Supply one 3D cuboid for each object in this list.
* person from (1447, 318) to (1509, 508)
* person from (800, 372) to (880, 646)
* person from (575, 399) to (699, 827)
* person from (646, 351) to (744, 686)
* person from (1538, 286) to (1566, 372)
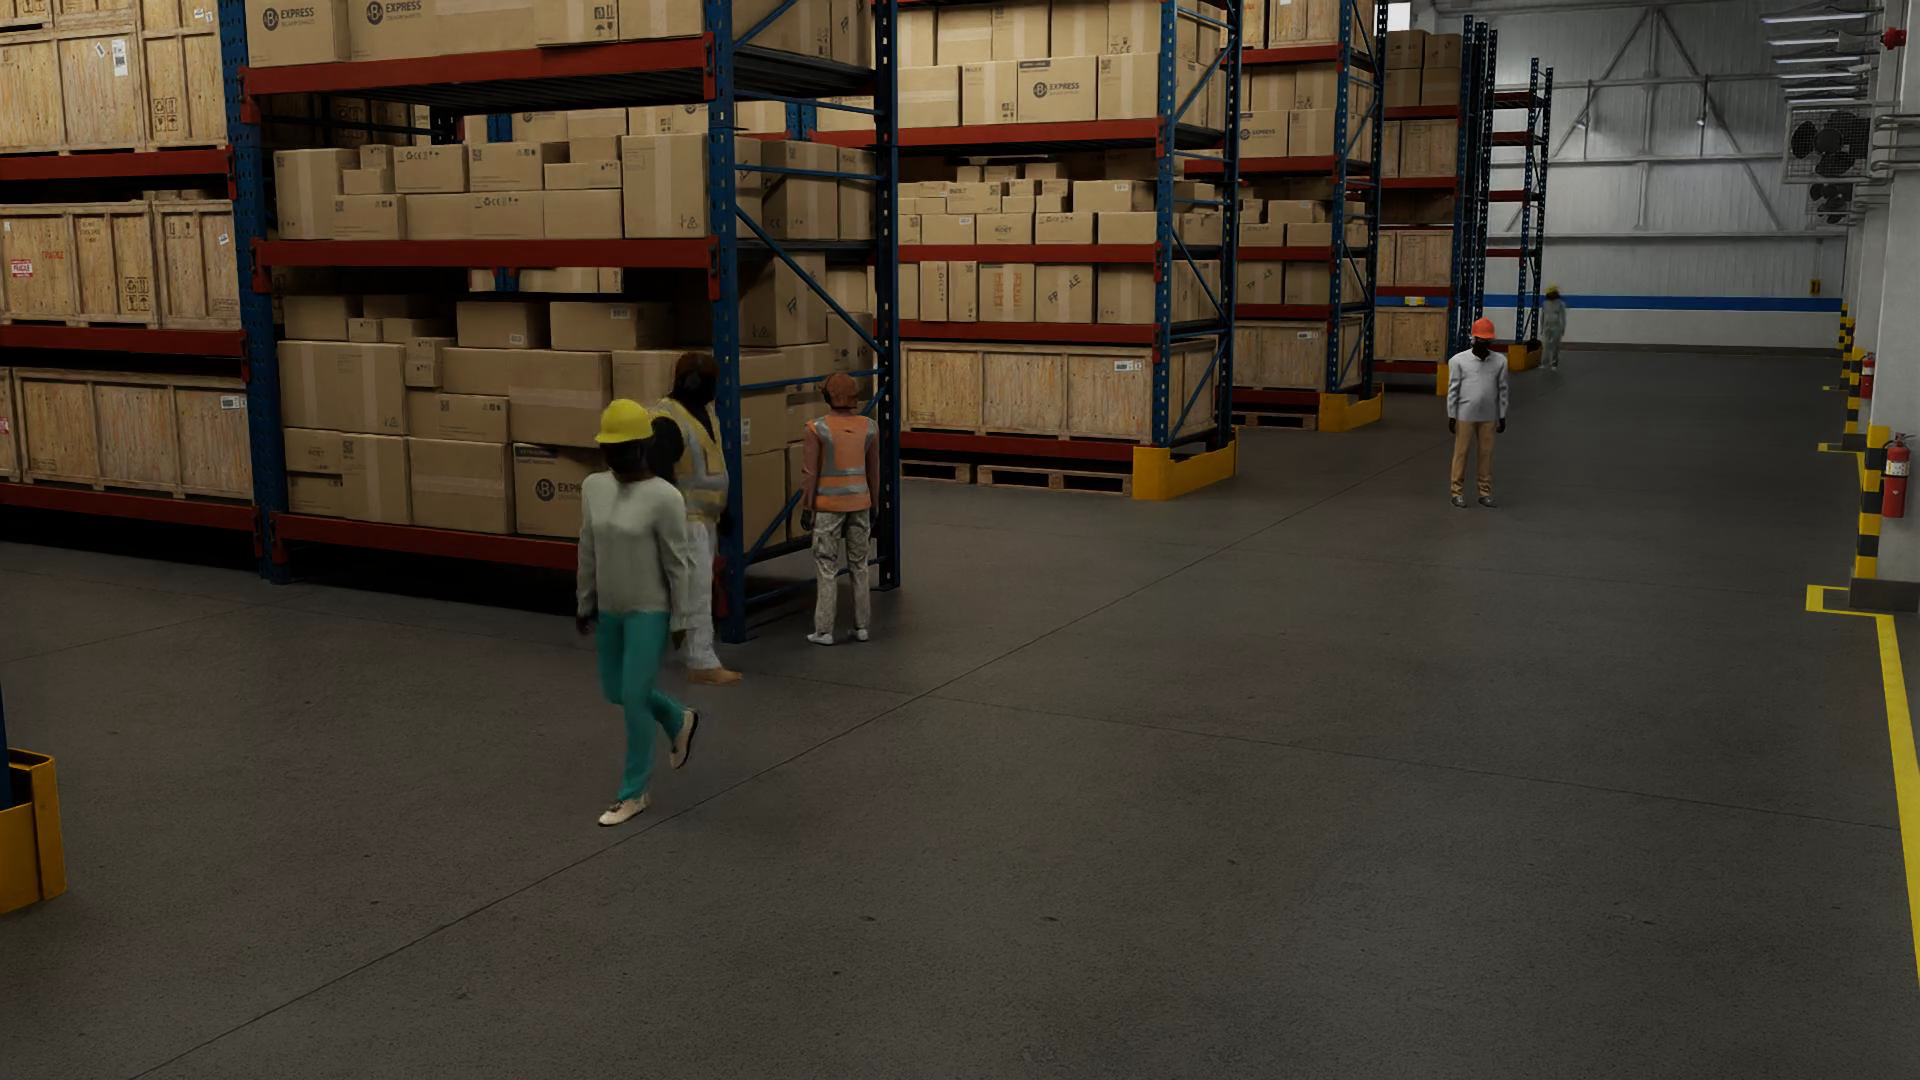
[{"bbox_3d":[4.747,-1.159,15.240,0.566,1.744,0.350,0,10,-3],"label":"person"},{"bbox_3d":[-0.705,-0.182,9.916,0.524,1.631,0.318,-6,12,-32],"label":"person"},{"bbox_3d":[-1.320,0.266,6.968,0.531,1.745,0.682,6,11,31],"label":"person"},{"bbox_3d":[-1.549,-0.127,9.084,0.752,1.810,0.638,2,10,11],"label":"person"},{"bbox_3d":[11.614,-4.131,32.629,0.524,1.665,0.903,6,12,33],"label":"person"}]
